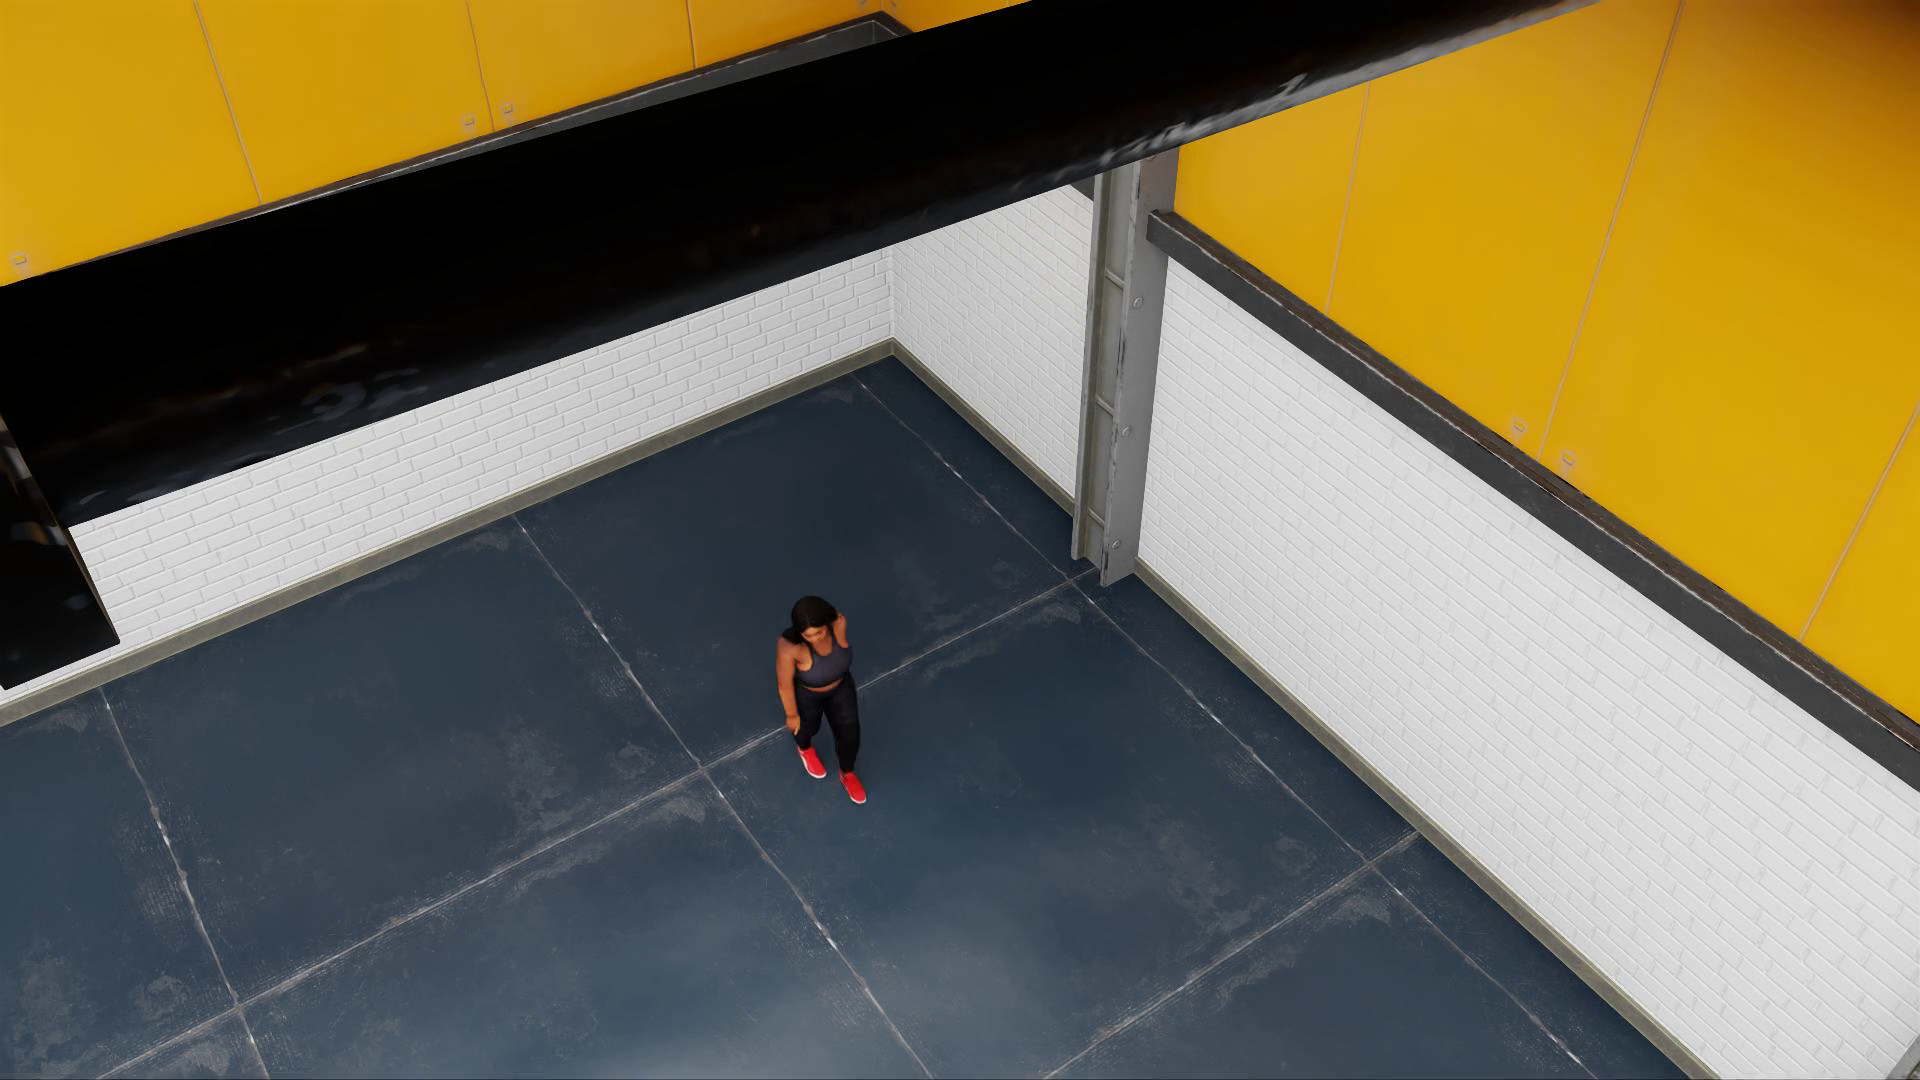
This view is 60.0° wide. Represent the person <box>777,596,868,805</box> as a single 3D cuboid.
[{"bbox_3d":[-0.882,0.857,10.106,0.704,1.778,0.878,-29,51,-27],"label":"person"}]
